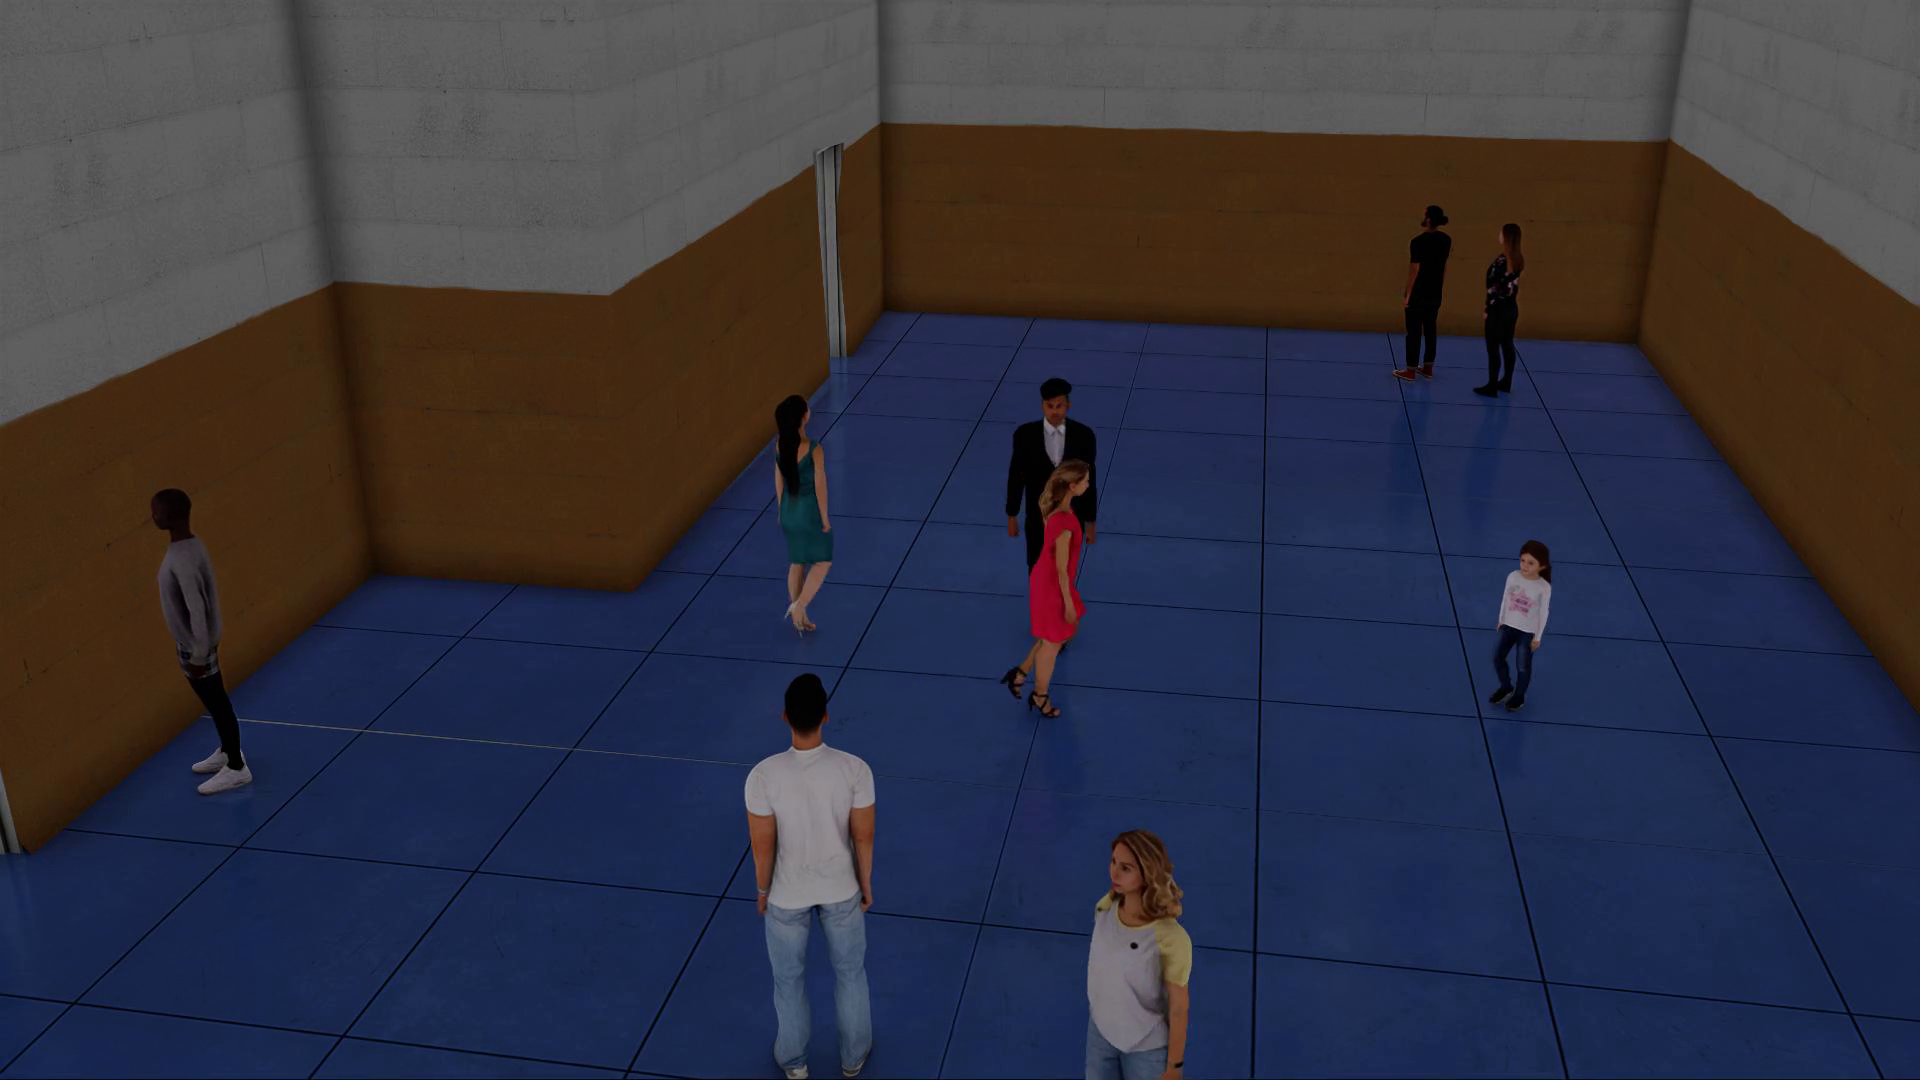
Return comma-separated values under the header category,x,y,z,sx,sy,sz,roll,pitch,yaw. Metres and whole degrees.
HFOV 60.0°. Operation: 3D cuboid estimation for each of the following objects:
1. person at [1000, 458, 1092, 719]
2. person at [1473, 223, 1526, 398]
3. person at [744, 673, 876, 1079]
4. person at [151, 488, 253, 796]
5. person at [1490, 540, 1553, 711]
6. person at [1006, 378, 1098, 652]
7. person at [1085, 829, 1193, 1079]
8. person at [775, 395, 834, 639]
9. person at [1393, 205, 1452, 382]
category,x,y,z,sx,sy,sz,roll,pitch,yaw
person,0.463,0.309,9.853,0.786,1.702,0.693,-2,22,-4
person,5.309,-2.252,16.254,0.646,1.682,0.693,-17,28,-36
person,-0.610,1.417,6.879,0.621,1.864,0.800,-4,22,-10
person,-4.189,0.543,9.177,0.721,1.771,0.691,-11,24,-26
person,3.459,0.505,10.165,0.612,1.105,0.542,-20,29,-40
person,0.630,-0.203,10.911,0.669,1.863,0.846,0,22,0
person,0.703,1.803,6.104,1.012,1.710,0.976,-17,27,-36
person,-1.074,-0.112,10.934,0.670,1.676,0.726,11,24,26
person,4.674,-2.487,16.738,0.696,1.758,0.787,-10,24,-23
